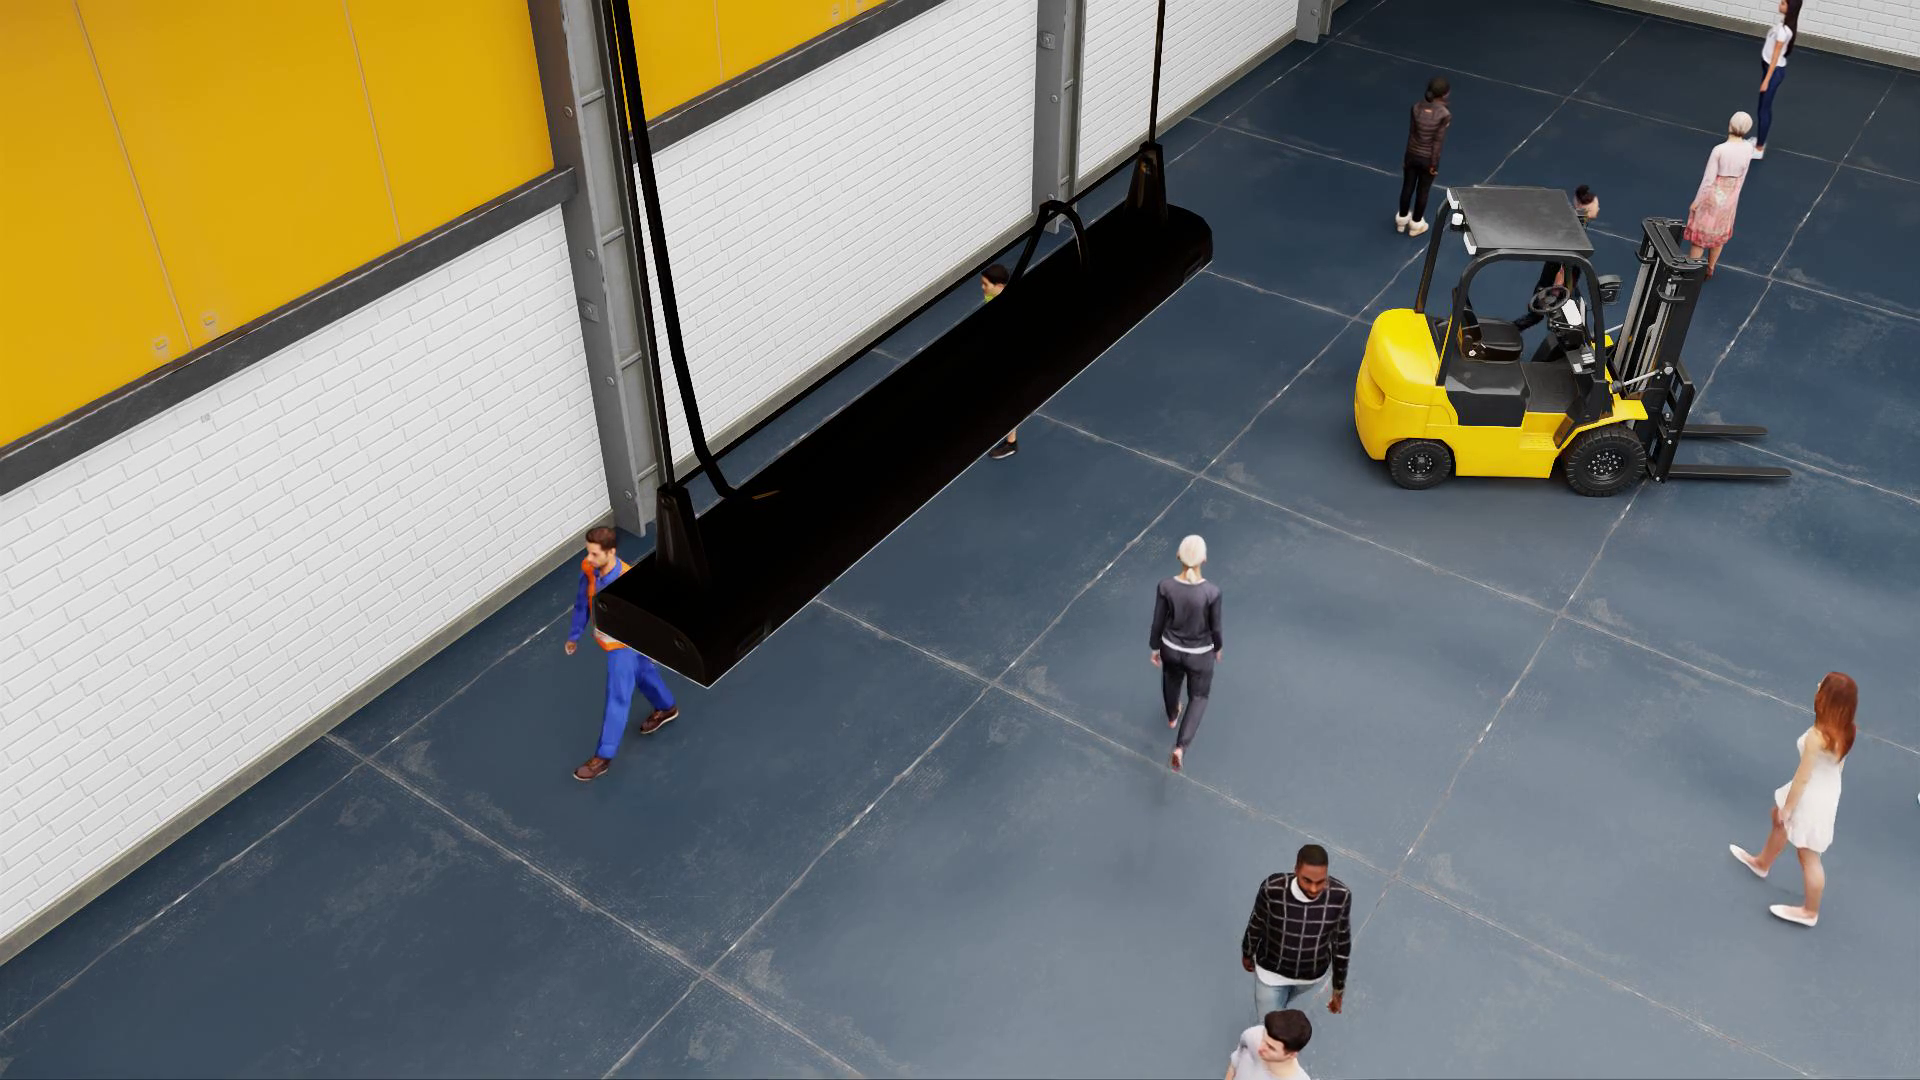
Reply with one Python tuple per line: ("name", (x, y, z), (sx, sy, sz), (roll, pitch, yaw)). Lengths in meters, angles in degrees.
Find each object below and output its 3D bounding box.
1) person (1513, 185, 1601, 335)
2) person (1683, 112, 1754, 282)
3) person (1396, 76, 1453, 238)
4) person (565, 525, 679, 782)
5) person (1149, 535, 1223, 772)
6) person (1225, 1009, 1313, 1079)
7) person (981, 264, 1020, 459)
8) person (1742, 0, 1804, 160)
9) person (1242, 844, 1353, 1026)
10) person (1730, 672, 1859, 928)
("person", (5.020, -2.187, 14.168), (1.130, 1.824, 1.234), (3, 39, 4))
("person", (7.085, -3.186, 15.527), (0.695, 1.691, 0.752), (-5, 39, -7))
("person", (4.508, -3.726, 16.225), (0.628, 1.663, 0.564), (24, 44, 27))
("person", (-2.107, 0.603, 10.679), (0.764, 1.818, 1.172), (28, 47, 31))
("person", (1.429, 0.732, 10.616), (0.766, 1.697, 1.040), (13, 40, 16))
("person", (1.505, 2.792, 7.907), (1.238, 1.858, 1.105), (-11, 40, -14))
("person", (0.325, -1.466, 13.360), (0.689, 1.707, 0.694), (-17, 42, -20))
("person", (8.635, -4.929, 17.647), (0.689, 1.769, 0.531), (17, 42, 20))
("person", (1.740, 2.156, 8.764), (1.074, 1.782, 1.266), (2, 39, 3))
("person", (4.993, 1.538, 9.629), (0.865, 1.670, 0.745), (-31, 48, -33))
